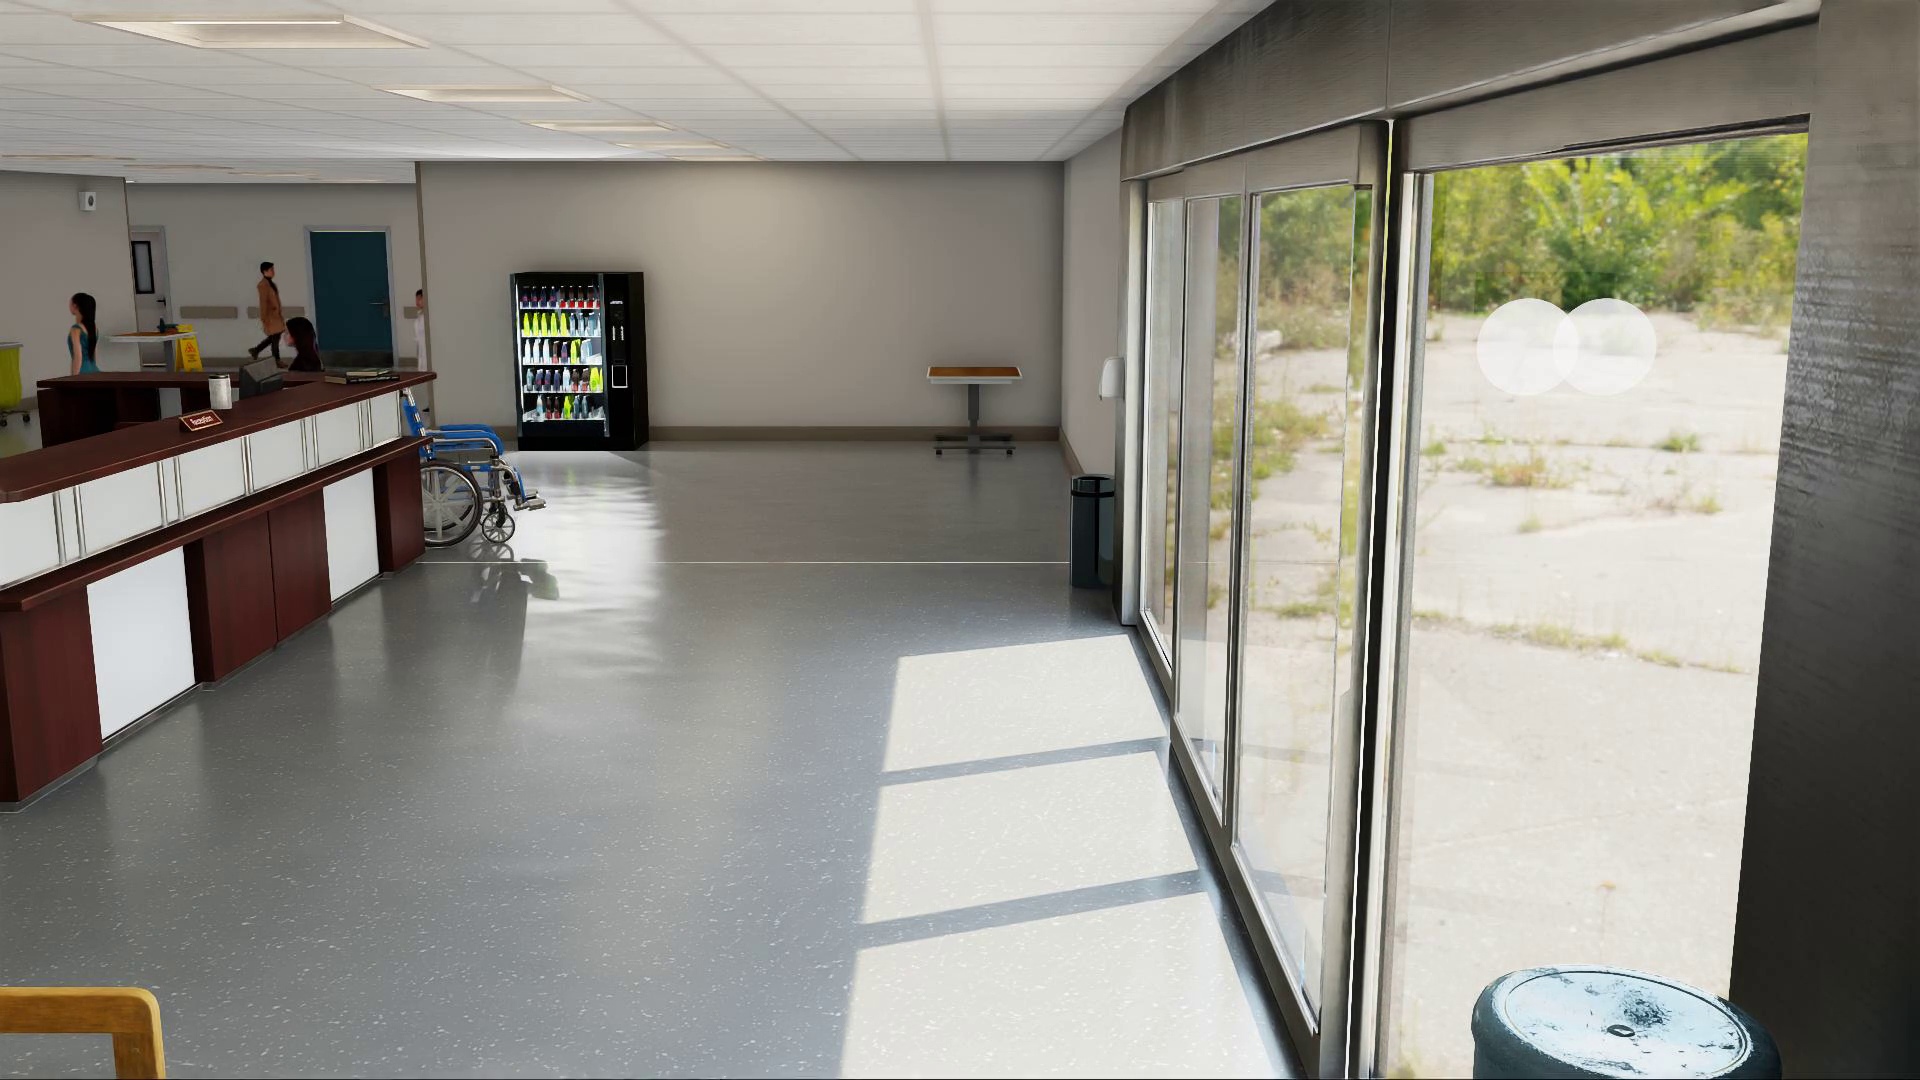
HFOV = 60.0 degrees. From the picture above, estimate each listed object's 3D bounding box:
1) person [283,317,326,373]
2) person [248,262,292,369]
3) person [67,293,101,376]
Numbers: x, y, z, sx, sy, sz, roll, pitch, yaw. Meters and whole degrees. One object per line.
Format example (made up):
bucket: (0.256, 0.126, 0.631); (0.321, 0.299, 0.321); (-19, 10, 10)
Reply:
person: (-4.937, -0.896, 12.928); (1.170, 1.591, 0.869); (-4, 11, -20)
person: (-11.210, -3.621, 26.874); (0.905, 1.704, 0.656); (0, 11, -1)
person: (-8.444, -1.543, 16.083); (0.471, 1.686, 0.538); (0, 11, 0)
